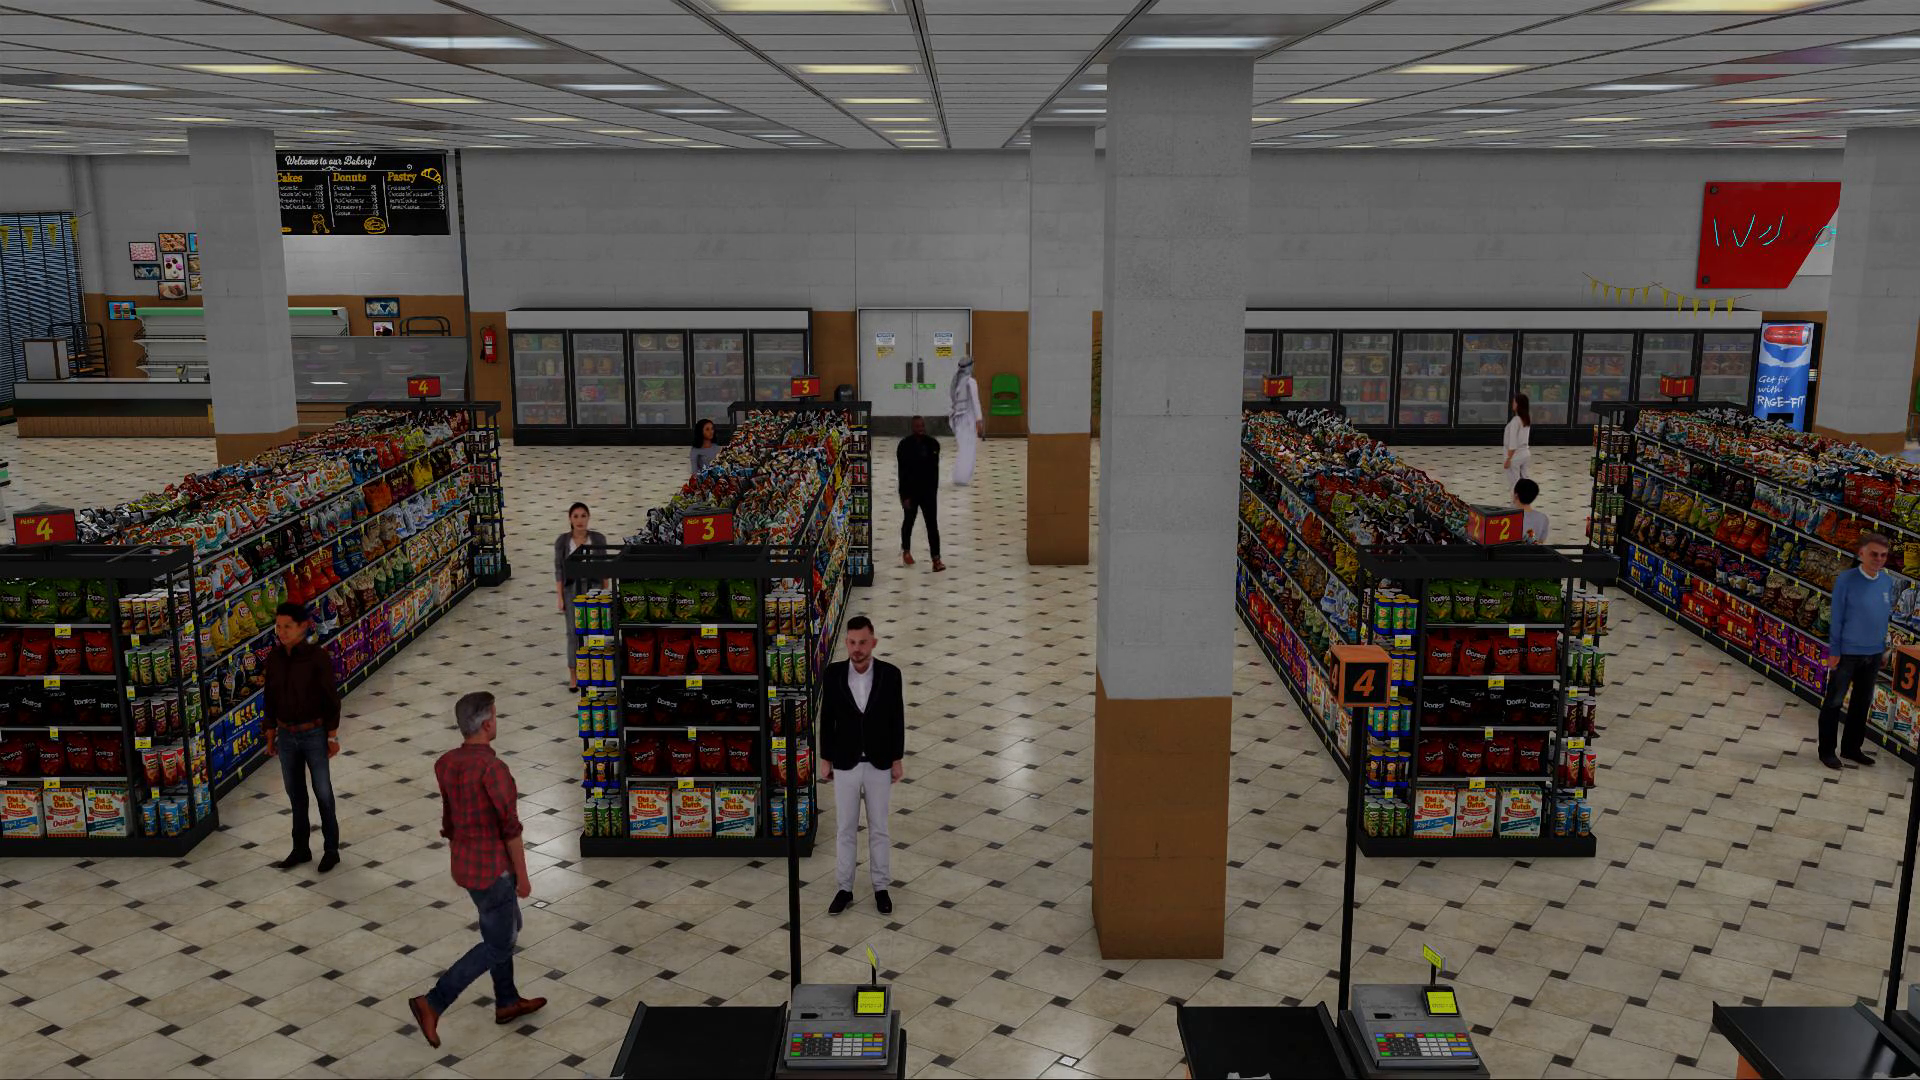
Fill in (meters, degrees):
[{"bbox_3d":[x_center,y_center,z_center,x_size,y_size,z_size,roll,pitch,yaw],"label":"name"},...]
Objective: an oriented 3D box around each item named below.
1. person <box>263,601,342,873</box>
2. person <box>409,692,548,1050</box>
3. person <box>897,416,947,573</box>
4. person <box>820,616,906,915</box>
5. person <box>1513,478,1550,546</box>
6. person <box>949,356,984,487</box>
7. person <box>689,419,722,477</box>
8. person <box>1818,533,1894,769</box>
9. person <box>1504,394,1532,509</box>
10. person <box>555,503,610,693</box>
[{"bbox_3d":[-4.199,1.247,10.655,0.688,1.779,0.570,2,12,10],"label":"person"},{"bbox_3d":[-2.488,1.698,8.453,1.140,1.804,1.081,-11,16,-43],"label":"person"},{"bbox_3d":[-0.513,-0.520,19.087,0.992,1.762,1.305,-5,13,-21],"label":"person"},{"bbox_3d":[-0.586,1.343,10.045,0.652,1.842,0.527,0,12,0],"label":"person"},{"bbox_3d":[4.886,0.382,14.556,0.742,1.864,0.714,-6,13,-25],"label":"person"},{"bbox_3d":[-0.007,-1.740,24.516,0.933,1.913,0.884,-8,14,-33],"label":"person"},{"bbox_3d":[-2.932,-0.539,19.242,0.747,1.736,0.662,9,15,37],"label":"person"},{"bbox_3d":[6.808,0.816,12.631,0.686,1.809,0.619,-2,12,-10],"label":"person"},{"bbox_3d":[7.384,-1.099,22.018,0.739,1.688,0.677,11,16,43],"label":"person"},{"bbox_3d":[-3.279,0.492,14.492,0.671,1.676,0.654,-3,12,-14],"label":"person"}]
